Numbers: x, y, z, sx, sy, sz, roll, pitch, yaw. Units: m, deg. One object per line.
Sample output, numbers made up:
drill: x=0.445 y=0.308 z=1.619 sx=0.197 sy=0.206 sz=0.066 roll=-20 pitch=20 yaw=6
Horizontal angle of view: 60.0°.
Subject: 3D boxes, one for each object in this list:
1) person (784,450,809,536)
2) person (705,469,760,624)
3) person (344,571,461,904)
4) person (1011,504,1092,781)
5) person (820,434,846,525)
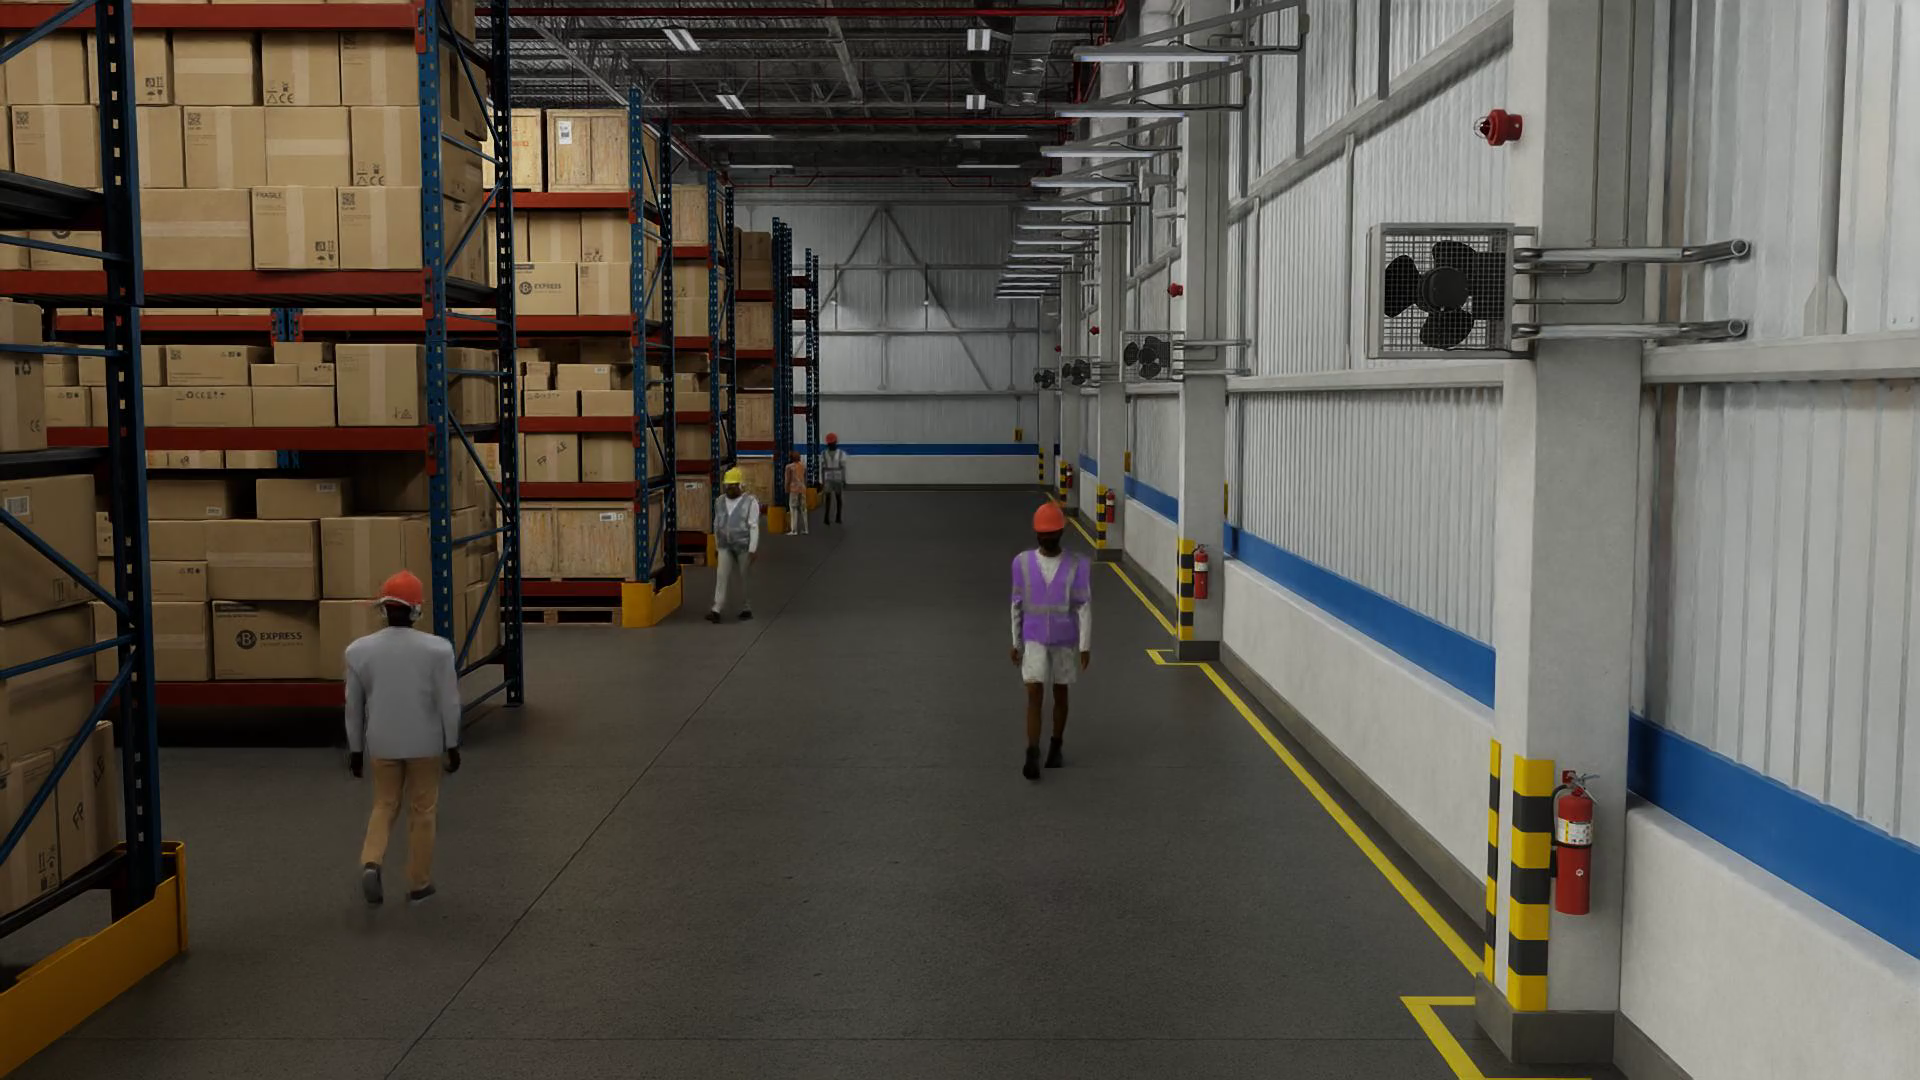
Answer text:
person: x=-3.107 y=-0.893 z=31.564 sx=0.529 sy=1.627 sz=0.322 roll=-5 pitch=7 yaw=-44
person: x=-2.632 y=0.081 z=19.227 sx=0.625 sy=1.785 sz=0.902 roll=2 pitch=5 yaw=18
person: x=-2.851 y=1.028 z=8.510 sx=0.568 sy=1.736 sz=0.508 roll=0 pitch=5 yaw=0
person: x=0.620 y=0.699 z=11.467 sx=0.572 sy=1.884 sz=0.972 roll=1 pitch=5 yaw=8
person: x=-2.605 y=-1.250 z=34.291 sx=0.552 sy=1.890 sz=0.989 roll=0 pitch=5 yaw=2
